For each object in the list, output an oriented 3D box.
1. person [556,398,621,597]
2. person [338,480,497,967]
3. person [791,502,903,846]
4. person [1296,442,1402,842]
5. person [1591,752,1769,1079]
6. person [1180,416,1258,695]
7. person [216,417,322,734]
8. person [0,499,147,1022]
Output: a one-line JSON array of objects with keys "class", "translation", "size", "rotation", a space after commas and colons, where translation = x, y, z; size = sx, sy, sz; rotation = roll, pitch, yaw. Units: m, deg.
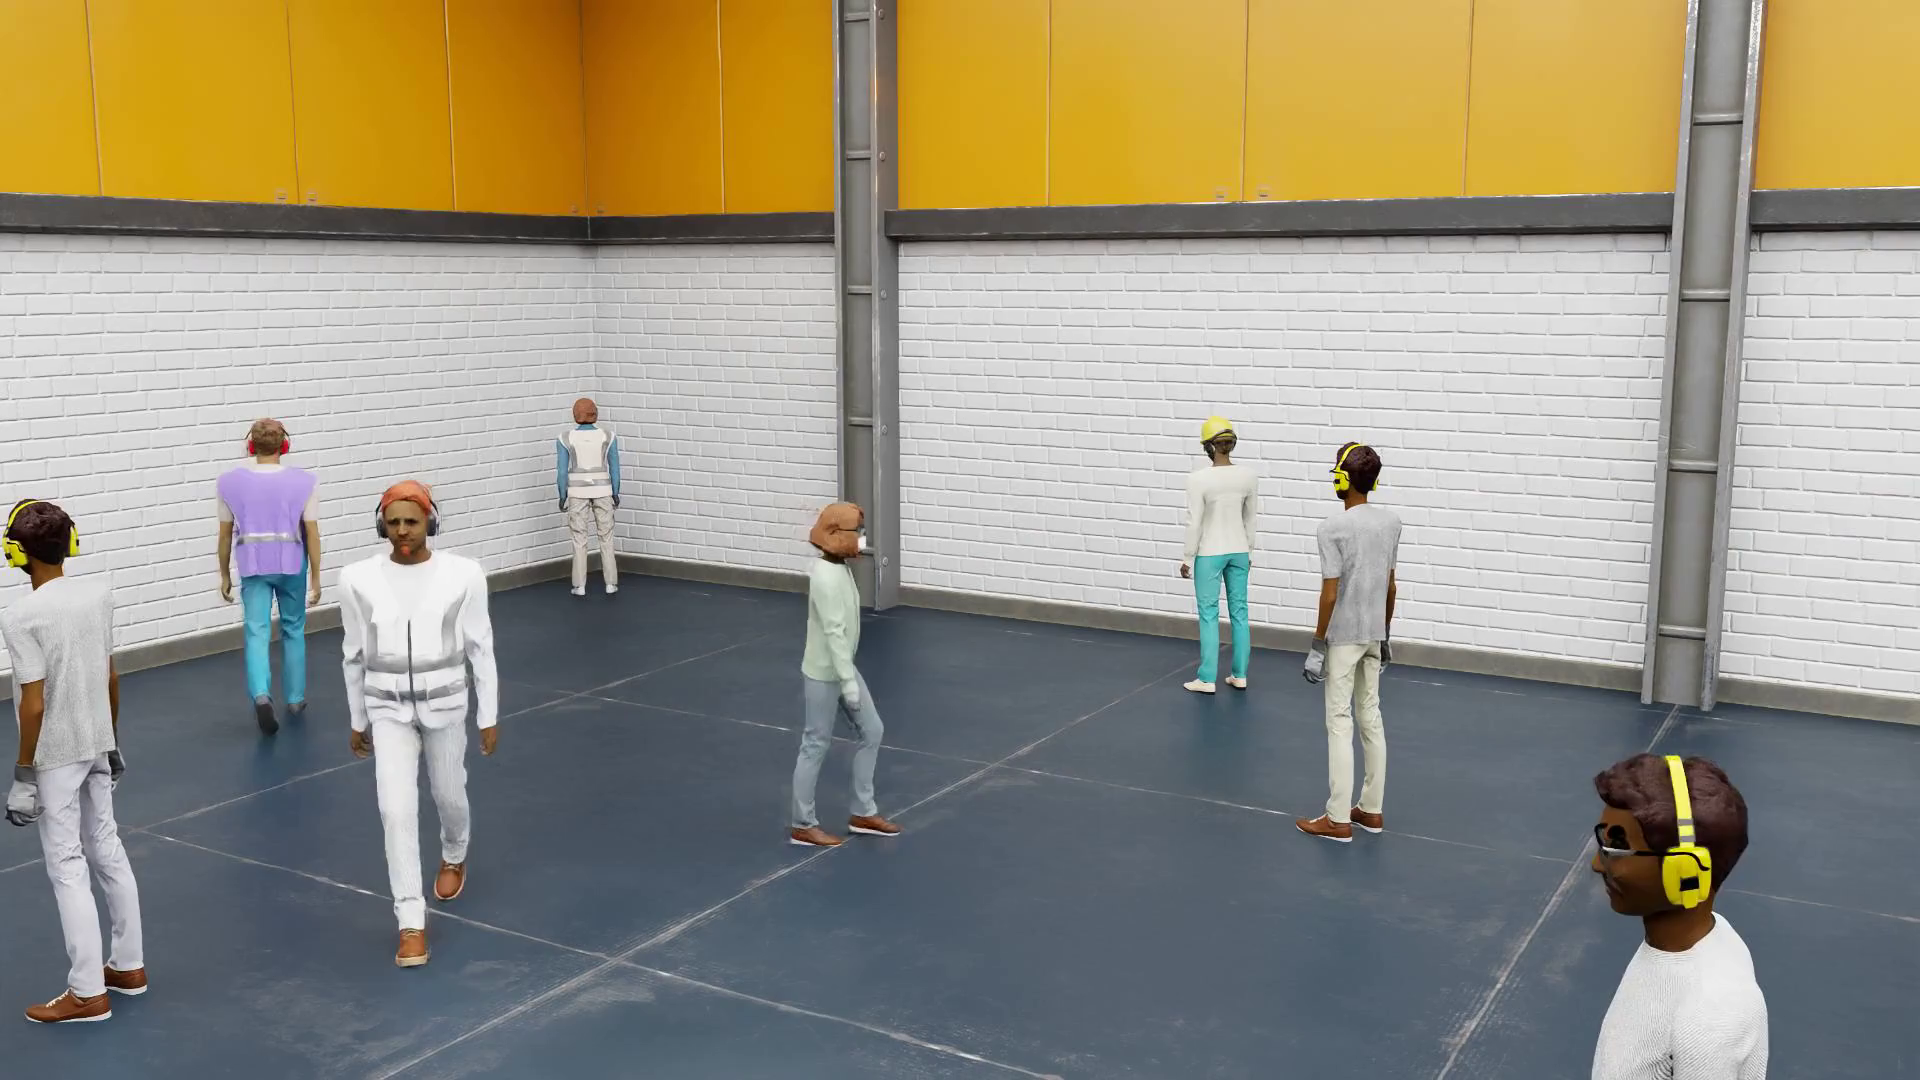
[{"class": "person", "translation": [-3.038, -0.347, 13.637], "size": [0.513, 1.640, 0.309], "rotation": [-3, 10, -18]}, {"class": "person", "translation": [-2.156, 0.665, 6.682], "size": [0.583, 1.851, 0.923], "rotation": [-2, 9, -12]}, {"class": "person", "translation": [-0.507, 0.629, 7.628], "size": [0.633, 1.612, 0.500], "rotation": [1, 9, 9]}, {"class": "person", "translation": [1.823, 0.475, 7.790], "size": [0.514, 1.872, 0.328], "rotation": [-6, 11, -33]}, {"class": "person", "translation": [1.172, 1.267, 2.860], "size": [0.328, 1.867, 0.509], "rotation": [3, 9, 16]}, {"class": "person", "translation": [1.627, 0.098, 10.494], "size": [0.524, 1.760, 0.326], "rotation": [-4, 10, -24]}, {"class": "person", "translation": [-4.024, 0.196, 9.718], "size": [0.578, 1.817, 0.854], "rotation": [-3, 10, -17]}, {"class": "person", "translation": [-3.170, 0.782, 5.895], "size": [0.315, 1.862, 0.526], "rotation": [2, 9, 10]}]
